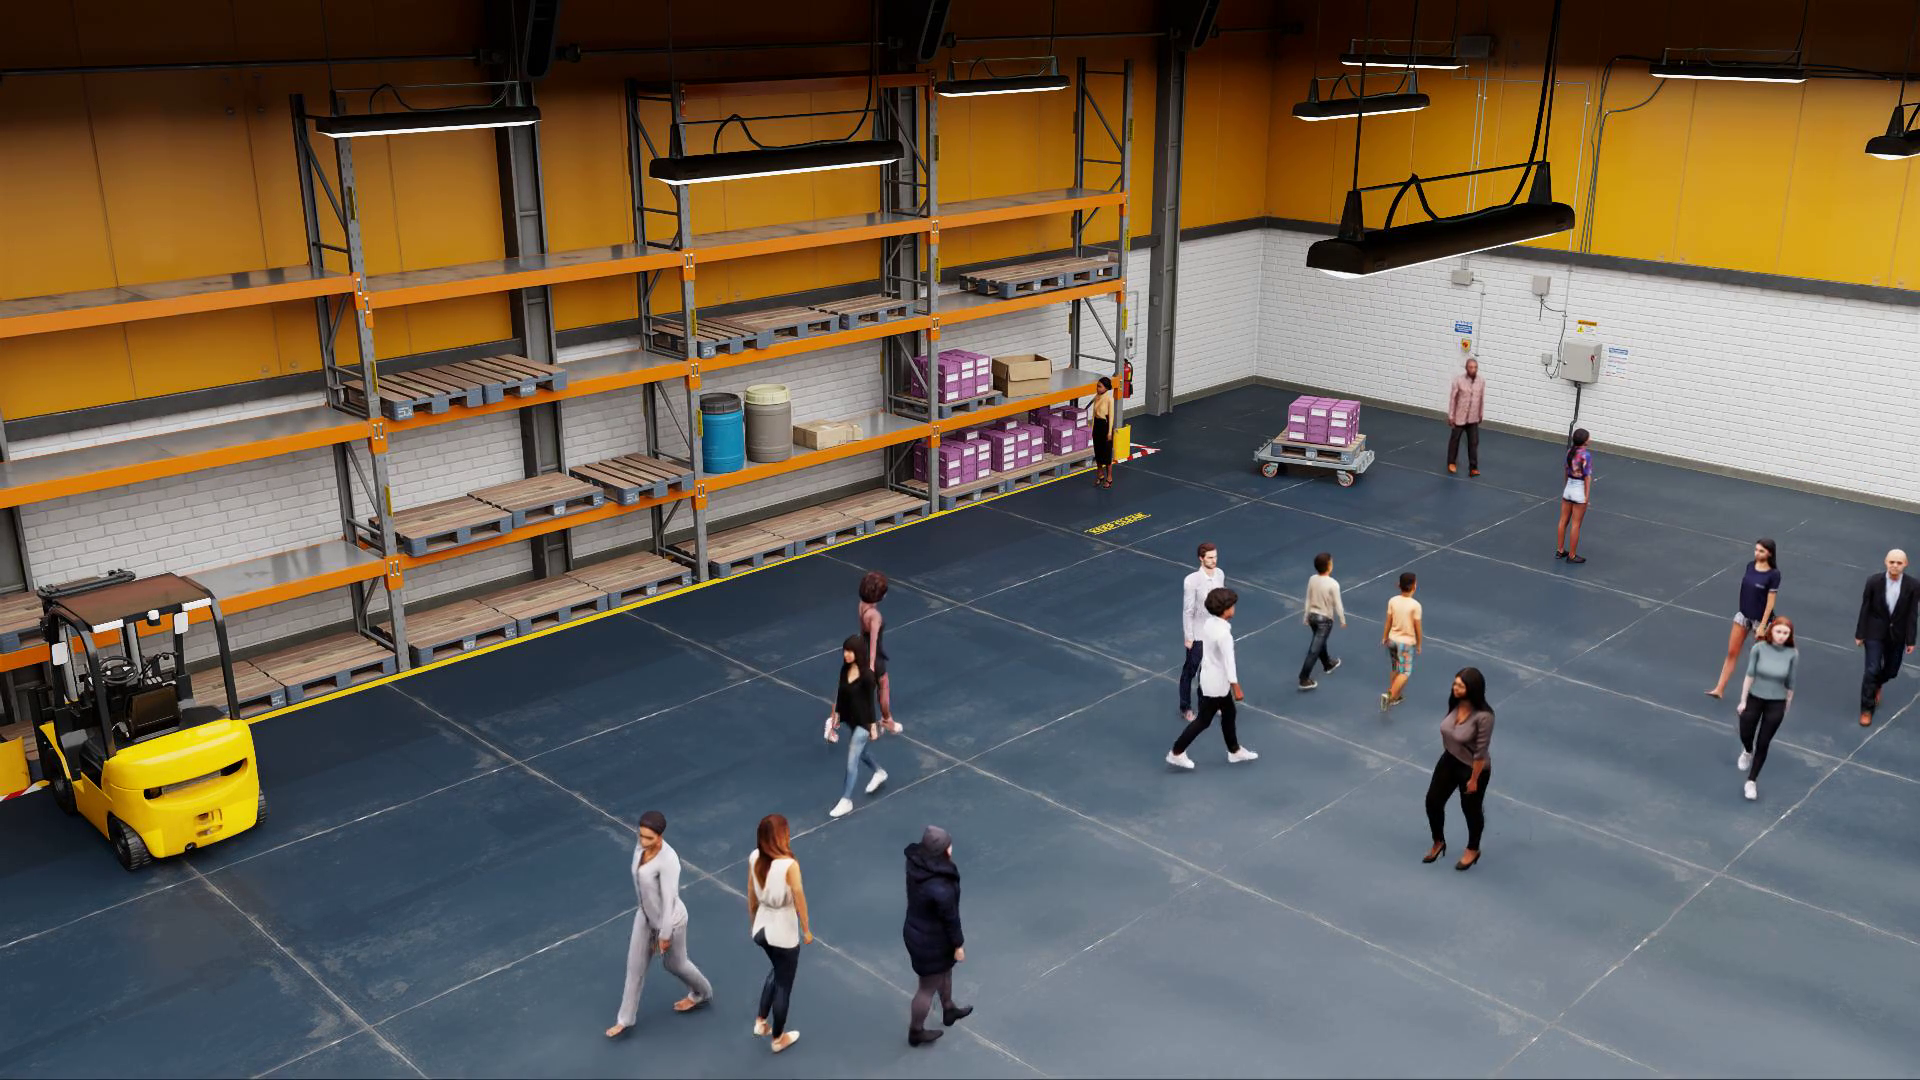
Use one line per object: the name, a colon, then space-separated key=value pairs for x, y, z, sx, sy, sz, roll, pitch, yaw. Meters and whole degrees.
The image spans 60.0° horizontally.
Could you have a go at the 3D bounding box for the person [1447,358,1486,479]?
person: x=7.537 y=-1.841 z=24.904 sx=1.144 sy=1.759 sz=1.212 roll=0 pitch=19 yaw=0

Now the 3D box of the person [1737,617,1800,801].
person: x=7.290 y=1.480 z=15.089 sx=0.758 sy=1.730 sz=0.922 roll=8 pitch=20 yaw=23

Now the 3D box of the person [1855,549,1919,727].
person: x=9.264 y=0.930 z=16.636 sx=0.927 sy=1.783 sz=1.147 roll=8 pitch=20 yaw=22

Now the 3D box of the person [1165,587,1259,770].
person: x=2.307 y=1.326 z=15.481 sx=1.187 sy=1.770 sz=1.091 roll=-1 pitch=19 yaw=-4

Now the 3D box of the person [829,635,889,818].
person: x=-0.868 y=1.605 z=14.900 sx=1.008 sy=1.612 sz=0.566 roll=-17 pitch=25 yaw=-41

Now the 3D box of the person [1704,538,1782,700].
person: x=8.214 y=0.827 z=17.038 sx=1.179 sy=1.722 sz=0.834 roll=-9 pitch=21 yaw=-25

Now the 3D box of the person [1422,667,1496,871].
person: x=4.249 y=1.888 z=13.726 sx=0.786 sy=1.825 sz=0.745 roll=-10 pitch=21 yaw=-28

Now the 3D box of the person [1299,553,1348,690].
person: x=3.720 y=0.876 z=17.355 sx=1.019 sy=1.428 sz=0.655 roll=-13 pitch=23 yaw=-34

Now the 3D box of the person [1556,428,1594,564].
person: x=7.841 y=-0.581 z=21.190 sx=0.651 sy=1.741 sz=0.660 roll=-7 pitch=20 yaw=-19

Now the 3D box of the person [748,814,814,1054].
person: x=-1.308 y=2.722 z=11.330 sx=0.616 sy=1.773 sz=0.627 roll=15 pitch=24 yaw=37

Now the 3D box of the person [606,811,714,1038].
person: x=-2.031 y=2.642 z=11.695 sx=1.047 sy=1.693 sz=0.742 roll=-15 pitch=24 yaw=-38

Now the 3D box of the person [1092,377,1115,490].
person: x=2.099 y=-1.565 z=24.251 sx=0.549 sy=1.651 sz=0.575 roll=-15 pitch=23 yaw=-37

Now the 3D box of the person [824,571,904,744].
person: x=-0.965 y=1.176 z=15.966 sx=1.172 sy=1.745 sz=0.868 roll=-11 pitch=21 yaw=-29

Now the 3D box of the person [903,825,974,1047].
person: x=-0.265 y=2.742 z=11.447 sx=0.897 sy=1.661 sz=0.808 roll=-9 pitch=21 yaw=-24

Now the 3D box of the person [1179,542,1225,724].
person: x=2.429 y=0.896 z=16.627 sx=0.560 sy=1.853 sz=0.765 roll=-13 pitch=23 yaw=-35

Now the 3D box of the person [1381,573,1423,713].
person: x=4.439 y=1.060 z=16.785 sx=0.587 sy=1.443 sz=0.842 roll=15 pitch=24 yaw=38
